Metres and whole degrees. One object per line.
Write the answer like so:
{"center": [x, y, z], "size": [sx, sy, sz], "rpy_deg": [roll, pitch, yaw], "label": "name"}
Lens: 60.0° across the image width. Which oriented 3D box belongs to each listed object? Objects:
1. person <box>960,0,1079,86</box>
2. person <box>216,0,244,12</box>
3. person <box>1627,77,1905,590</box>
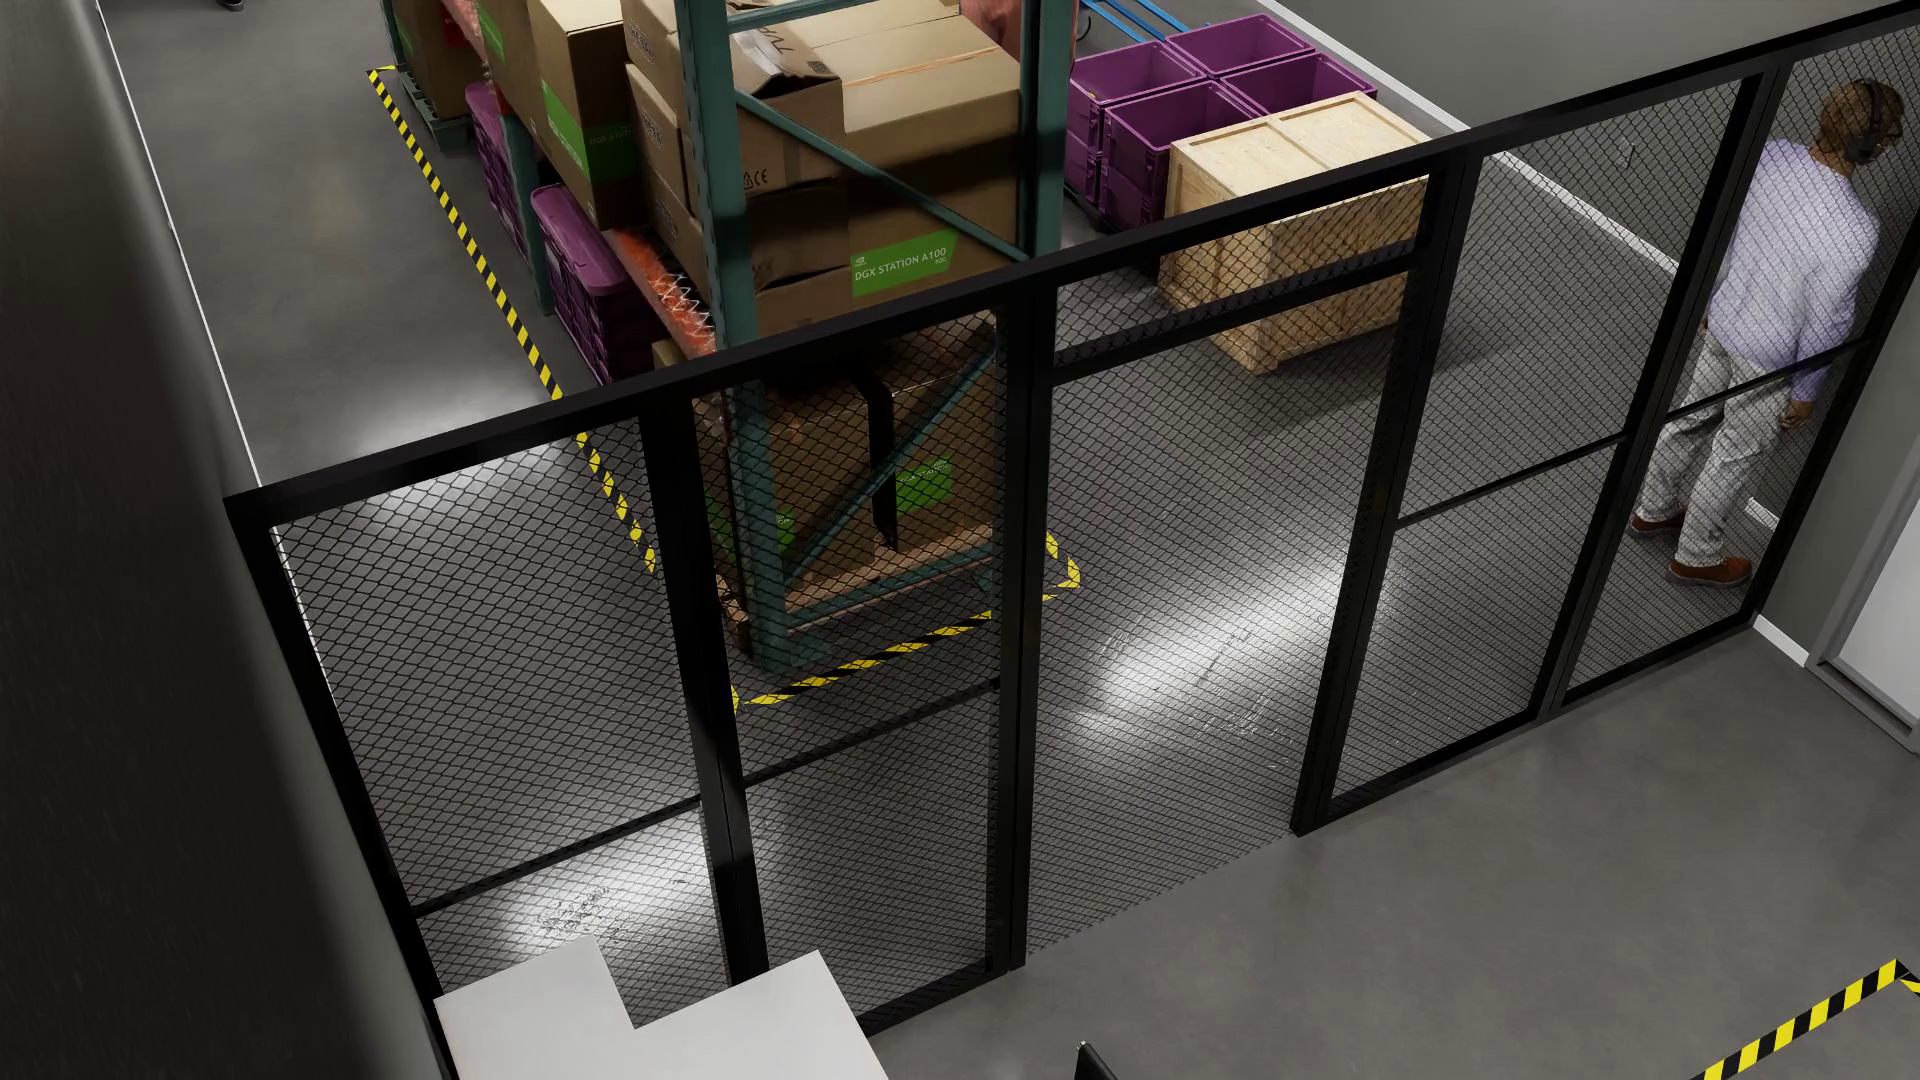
{"center": [0.221, -1.807, 6.882], "size": [0.608, 1.995, 0.377], "rpy_deg": [-31, 51, -30], "label": "person"}
{"center": [-4.210, -3.899, 9.288], "size": [0.602, 1.830, 0.404], "rpy_deg": [-26, 48, -25], "label": "person"}
{"center": [2.737, -0.672, 5.680], "size": [0.354, 1.937, 0.635], "rpy_deg": [-8, 43, -9], "label": "person"}
